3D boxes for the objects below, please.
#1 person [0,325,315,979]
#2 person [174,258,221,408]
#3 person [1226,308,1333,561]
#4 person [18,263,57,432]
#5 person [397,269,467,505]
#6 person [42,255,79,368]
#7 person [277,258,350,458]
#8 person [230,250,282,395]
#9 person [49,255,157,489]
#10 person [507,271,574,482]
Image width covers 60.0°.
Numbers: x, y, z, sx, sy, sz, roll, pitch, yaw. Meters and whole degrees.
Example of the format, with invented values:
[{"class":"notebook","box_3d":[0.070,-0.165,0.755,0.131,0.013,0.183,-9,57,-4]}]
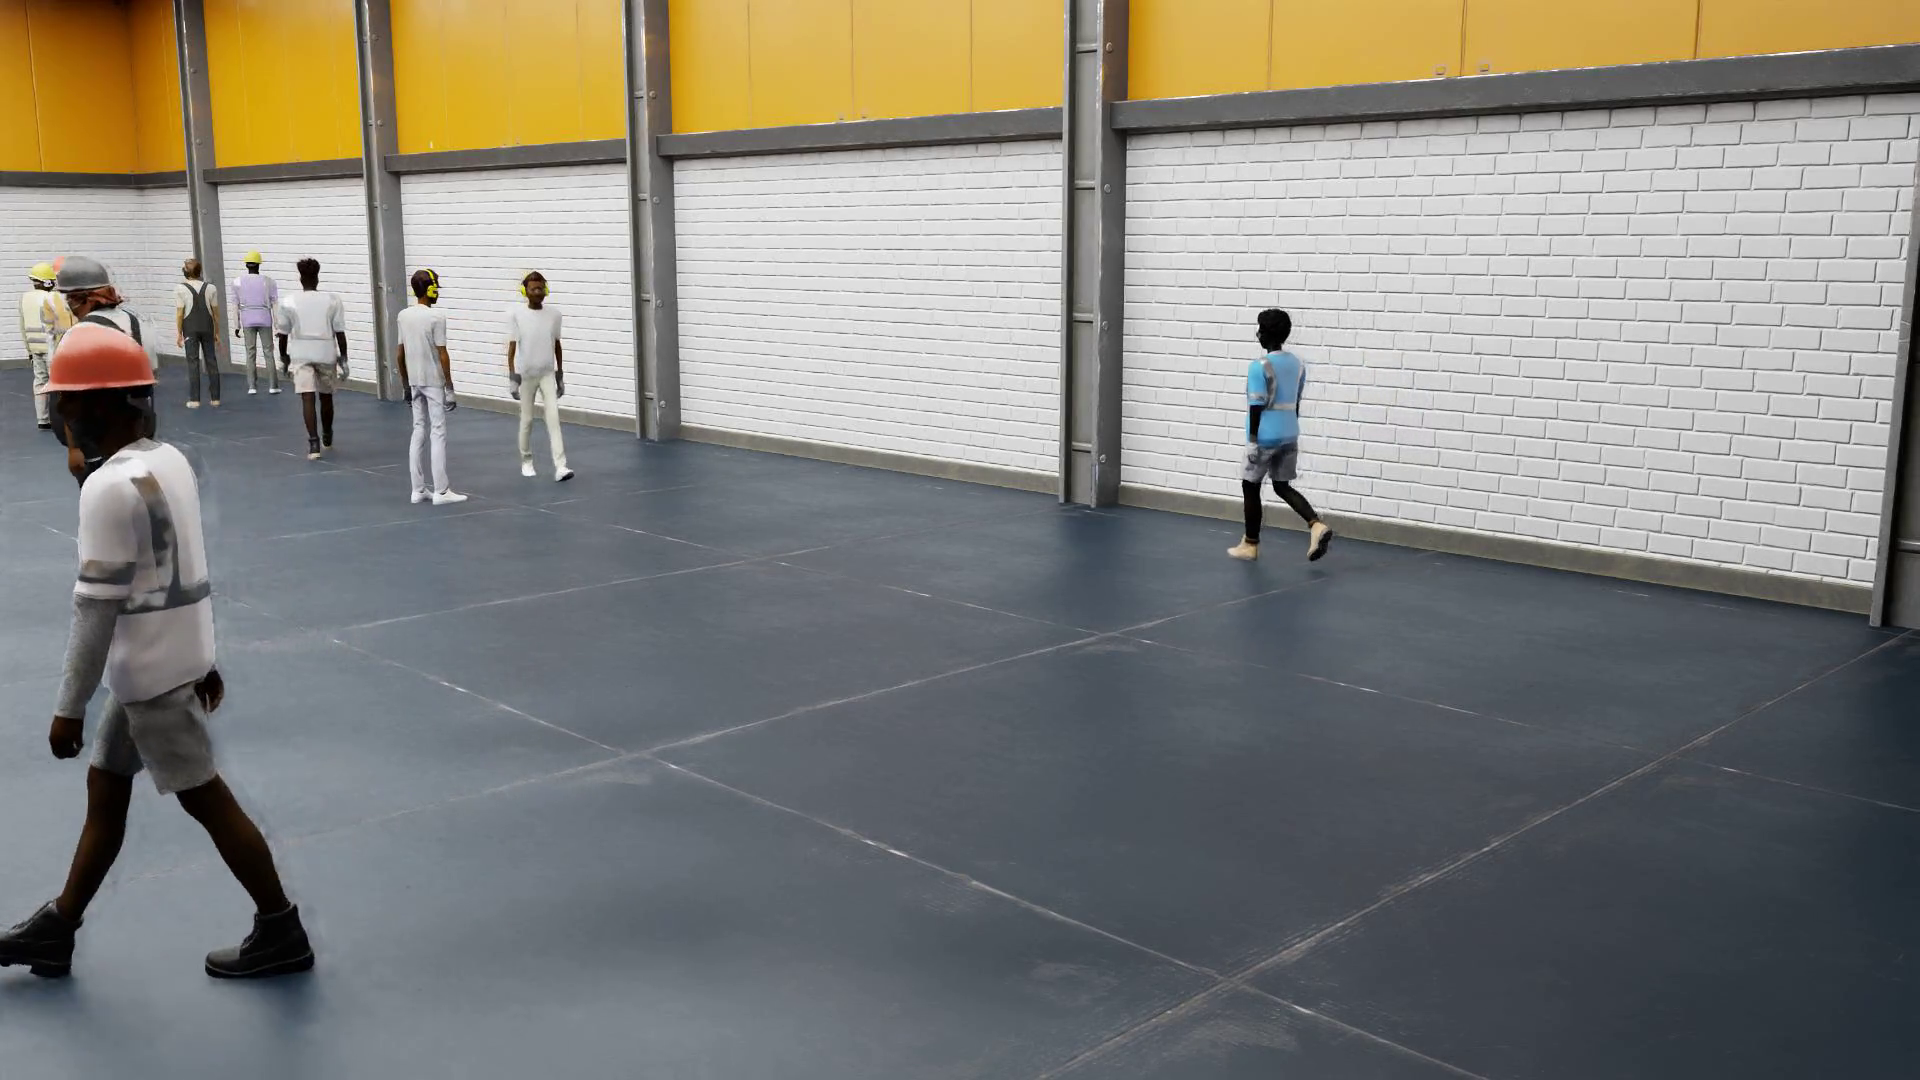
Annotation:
[{"class":"person","box_3d":[-2.336,0.352,4.649,0.978,1.881,0.567,-2,11,-10]},{"class":"person","box_3d":[-9.431,-2.552,20.591,0.507,1.846,0.343,-9,14,-41]},{"class":"person","box_3d":[2.073,-0.660,10.746,0.535,1.673,0.685,-9,14,-40]},{"class":"person","box_3d":[-9.872,-2.077,18.038,0.603,1.830,0.404,4,11,21]},{"class":"person","box_3d":[-4.231,-1.211,13.245,0.533,1.859,0.310,5,12,27]},{"class":"person","box_3d":[-8.969,-1.920,16.912,0.589,1.928,0.504,-3,11,-16]},{"class":"person","box_3d":[-6.288,-1.772,16.179,0.624,1.907,1.044,-5,11,-24]},{"class":"person","box_3d":[-9.443,-2.913,22.337,0.590,1.926,0.388,-3,11,-15]},{"class":"person","box_3d":[-4.916,-0.618,9.511,0.538,2.000,0.696,1,10,5]},{"class":"person","box_3d":[-3.676,-1.413,14.493,0.533,1.807,0.953,-5,12,-27]}]
